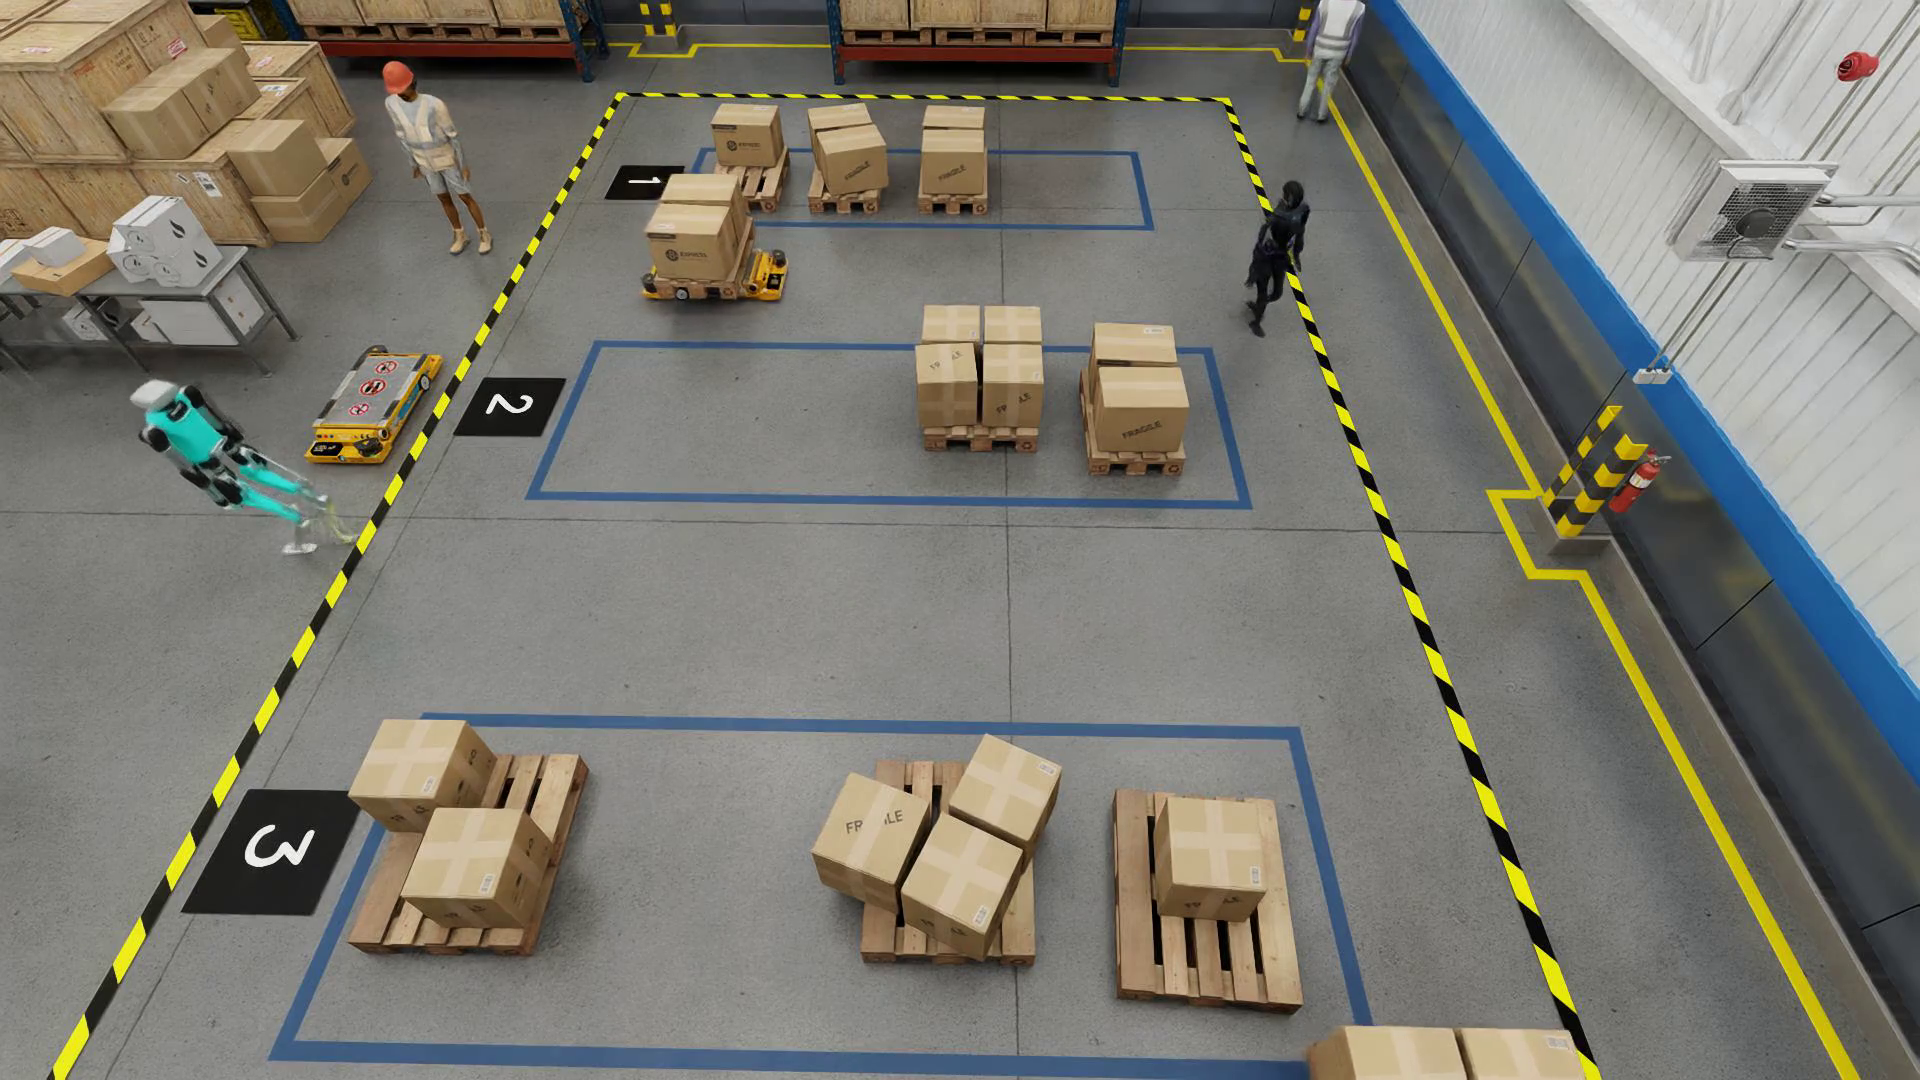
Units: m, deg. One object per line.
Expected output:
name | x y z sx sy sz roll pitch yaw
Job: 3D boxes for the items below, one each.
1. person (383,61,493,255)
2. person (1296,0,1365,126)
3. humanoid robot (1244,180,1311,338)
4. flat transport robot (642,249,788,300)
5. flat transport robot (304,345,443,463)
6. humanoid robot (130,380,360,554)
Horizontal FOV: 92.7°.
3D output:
person | -5.438 -3.925 9.531 0.605 2.038 0.386 1 50 1
person | 4.691 -6.210 11.597 0.599 1.829 0.404 20 53 16
humanoid robot | 2.969 -2.716 8.751 0.608 1.633 0.467 -17 52 -14
flat transport robot | -2.594 -2.839 9.751 1.431 0.197 0.652 1 50 1
flat transport robot | -5.383 -1.269 8.441 0.659 0.231 1.431 1 50 1
humanoid robot | -5.155 -0.440 6.804 0.811 1.783 0.551 2 50 2
